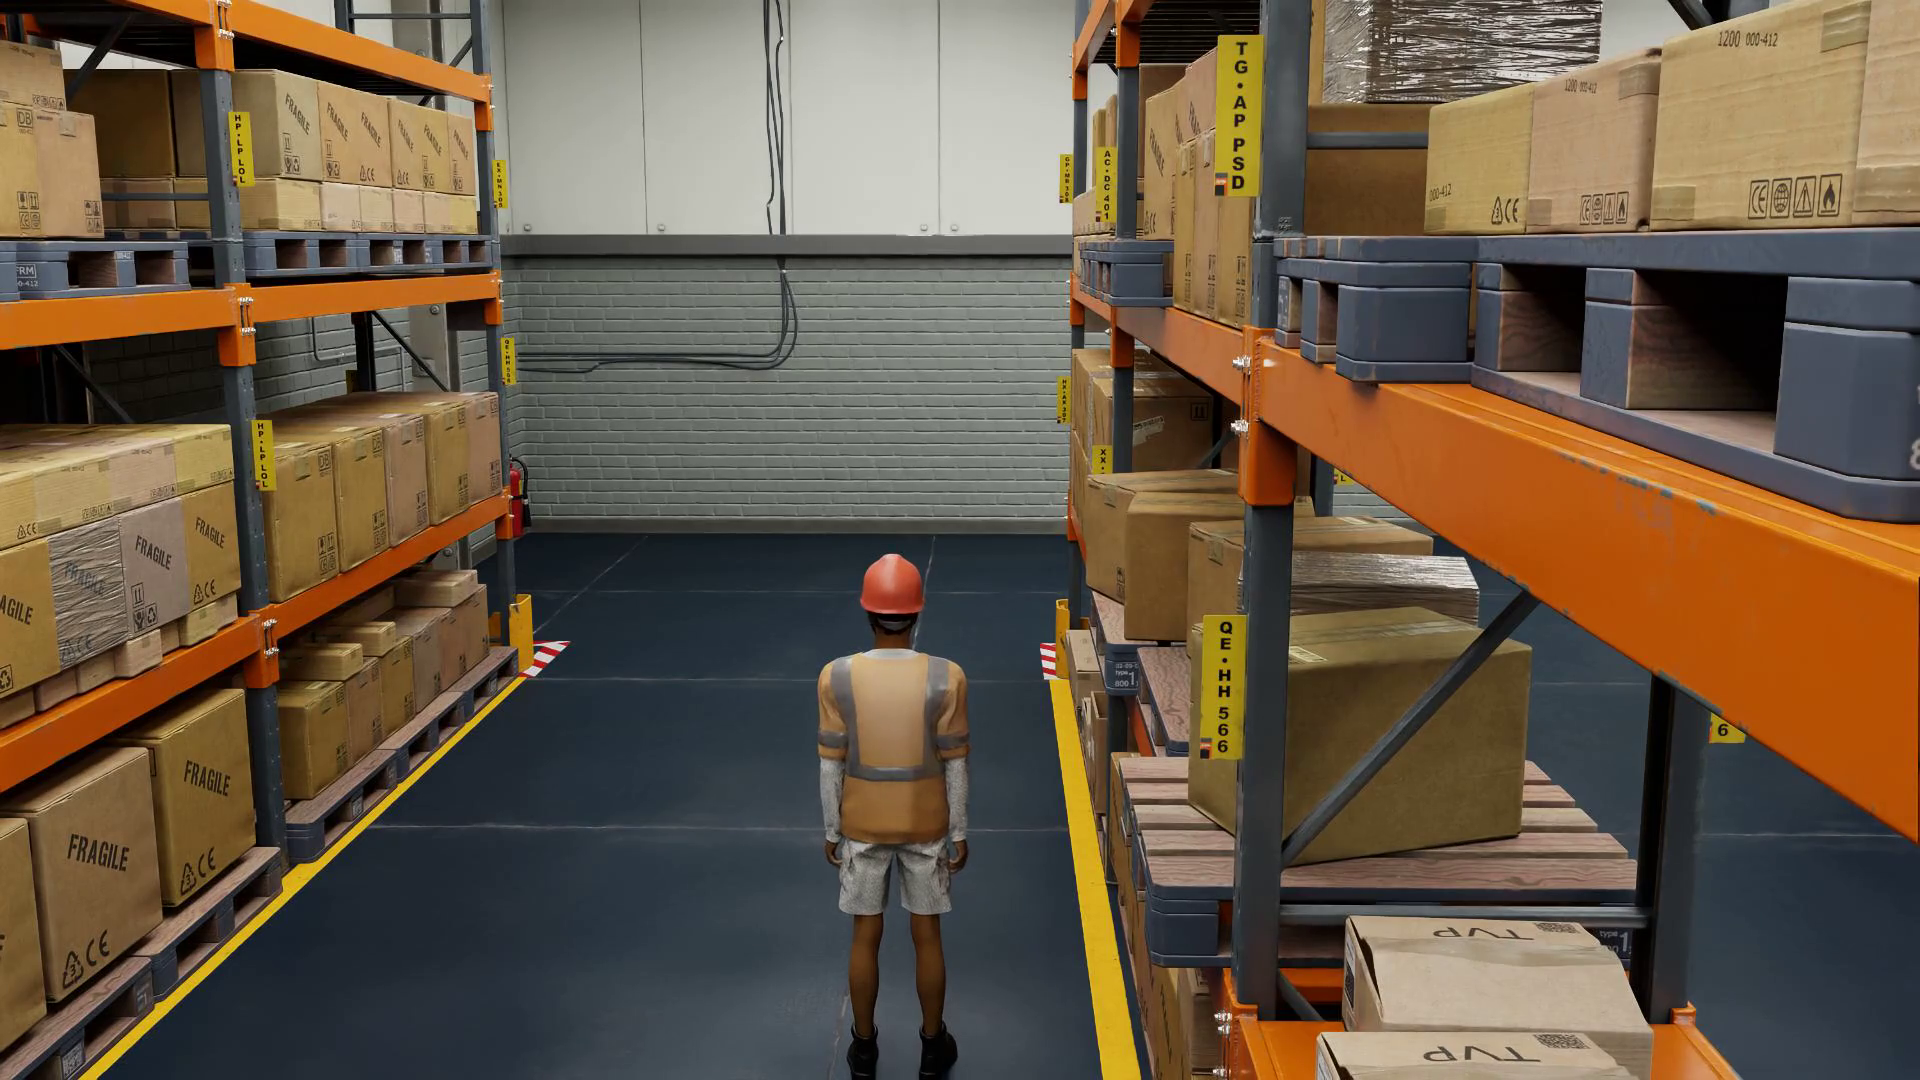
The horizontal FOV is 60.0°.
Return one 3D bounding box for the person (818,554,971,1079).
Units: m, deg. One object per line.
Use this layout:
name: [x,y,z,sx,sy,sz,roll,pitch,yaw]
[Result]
person: [-0.232,1.010,6.009,0.549,1.942,0.347,0,10,2]
